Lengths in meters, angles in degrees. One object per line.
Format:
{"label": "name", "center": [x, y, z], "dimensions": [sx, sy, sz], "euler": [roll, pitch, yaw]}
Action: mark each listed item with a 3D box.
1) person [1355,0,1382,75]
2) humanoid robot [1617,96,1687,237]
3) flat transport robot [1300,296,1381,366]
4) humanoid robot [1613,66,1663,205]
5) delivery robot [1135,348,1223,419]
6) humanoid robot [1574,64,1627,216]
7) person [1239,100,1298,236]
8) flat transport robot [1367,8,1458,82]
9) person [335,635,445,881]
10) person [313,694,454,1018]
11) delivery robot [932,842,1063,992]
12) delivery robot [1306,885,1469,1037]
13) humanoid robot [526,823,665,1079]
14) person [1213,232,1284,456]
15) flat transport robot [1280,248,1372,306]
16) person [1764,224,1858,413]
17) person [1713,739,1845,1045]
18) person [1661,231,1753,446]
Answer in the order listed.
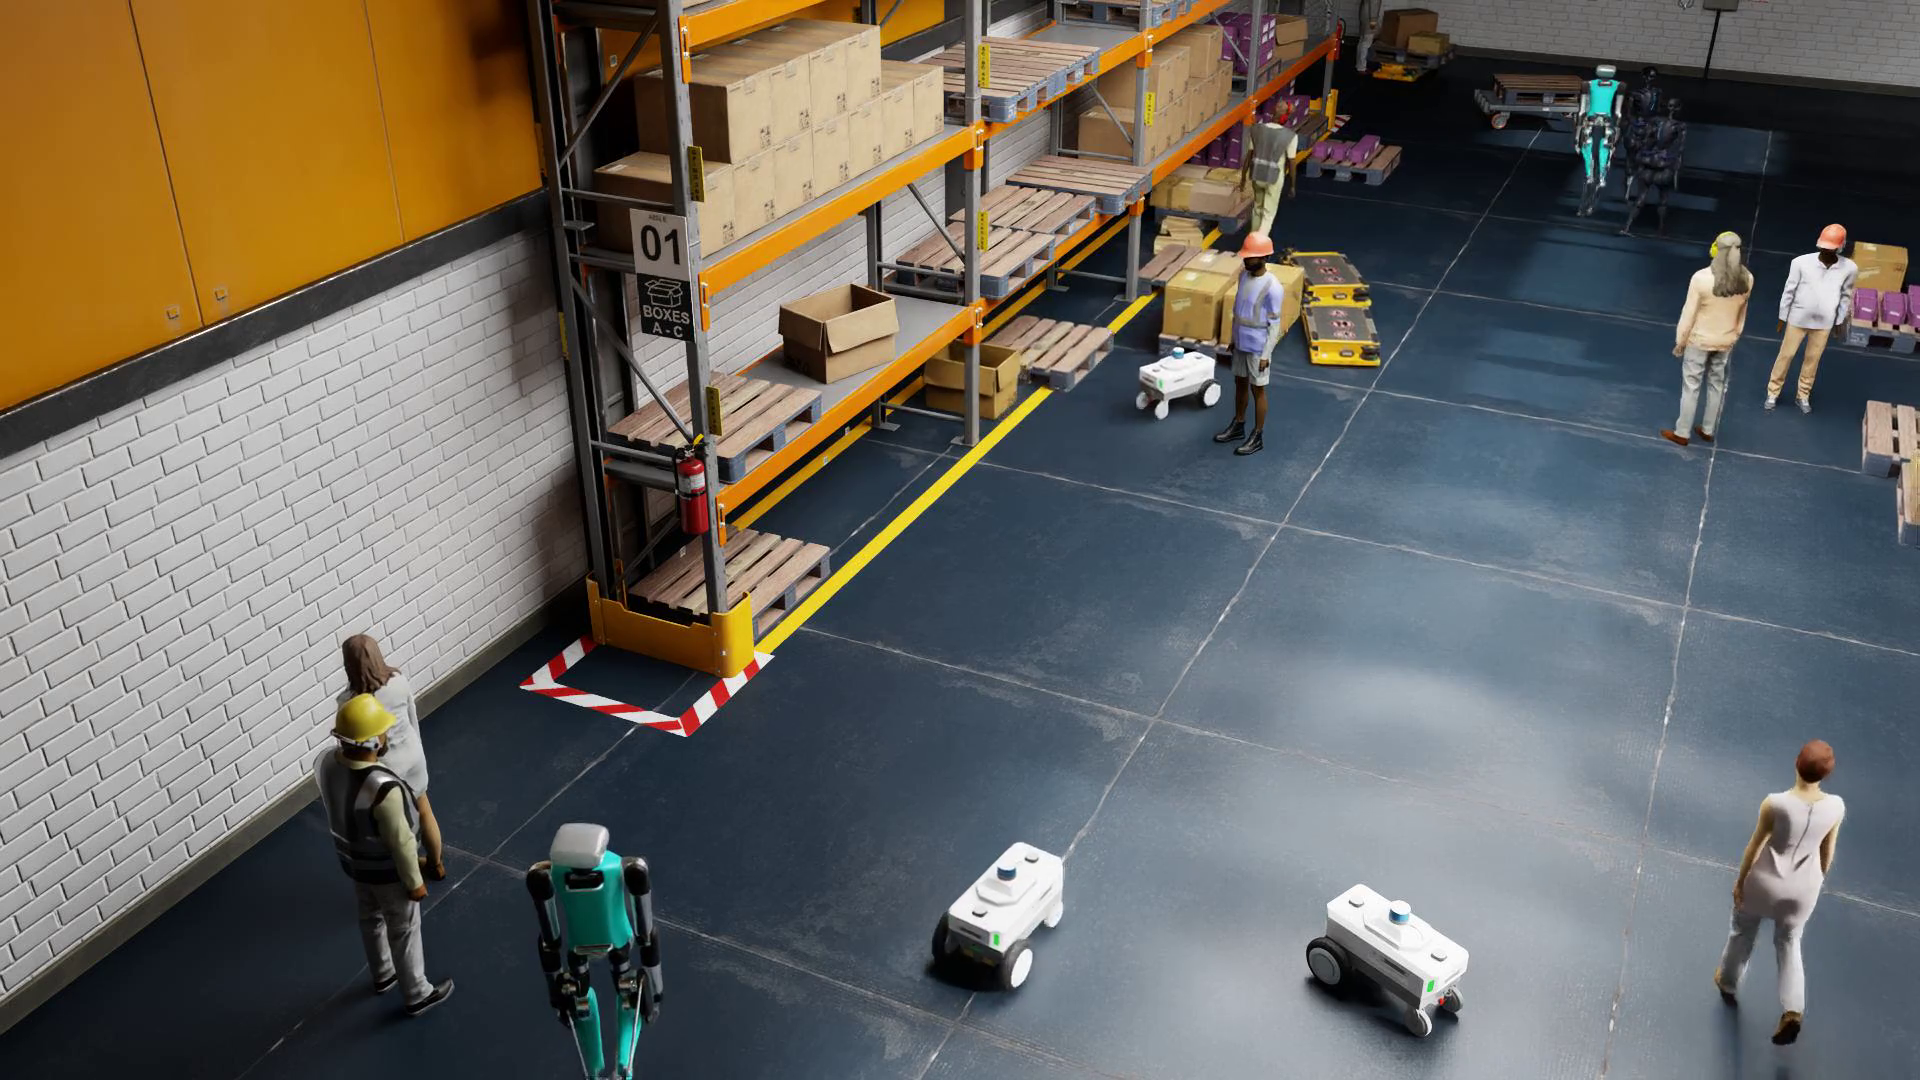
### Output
{"label": "person", "center": [6.575, -8.388, 26.653], "dimensions": [0.364, 1.824, 0.514], "euler": [-1, 28, -2]}
{"label": "humanoid robot", "center": [8.089, -4.322, 19.314], "dimensions": [0.728, 1.631, 0.584], "euler": [-18, 33, -29]}
{"label": "flat transport robot", "center": [3.784, -2.083, 16.590], "dimensions": [0.659, 0.231, 1.431], "euler": [3, 28, 5]}
{"label": "humanoid robot", "center": [8.361, -4.989, 20.480], "dimensions": [0.599, 1.657, 0.315], "euler": [-11, 30, -20]}
{"label": "delivery robot", "center": [1.982, -1.462, 15.129], "dimensions": [0.773, 0.586, 0.499], "euler": [-19, 34, -31]}
{"label": "humanoid robot", "center": [7.665, -4.734, 20.022], "dimensions": [0.536, 1.834, 0.744], "euler": [6, 29, 11]}
{"label": "person", "center": [3.413, -3.988, 18.514], "dimensions": [0.637, 1.800, 0.748], "euler": [19, 34, 31]}
{"label": "flat transport robot", "center": [7.273, -7.694, 26.995], "dimensions": [0.659, 0.231, 1.431], "euler": [17, 33, 28]}
{"label": "person", "center": [-3.101, 1.235, 8.970], "dimensions": [0.343, 1.659, 0.488], "euler": [17, 33, 28]}
{"label": "person", "center": [-2.847, 1.556, 8.208], "dimensions": [0.592, 1.823, 0.403], "euler": [20, 34, 32]}
{"label": "delivery robot", "center": [0.234, 1.965, 8.802], "dimensions": [0.499, 0.612, 0.813], "euler": [17, 33, 29]}
{"label": "delivery robot", "center": [2.204, 2.106, 8.531], "dimensions": [0.499, 0.603, 0.794], "euler": [-21, 35, -34]}
{"label": "humanoid robot", "center": [-1.585, 2.105, 7.298], "dimensions": [0.551, 1.750, 1.025], "euler": [-1, 28, -2]}
{"label": "person", "center": [2.443, -1.664, 14.057], "dimensions": [0.369, 1.935, 0.550], "euler": [-15, 32, -25]}
{"label": "flat transport robot", "center": [3.946, -2.838, 17.990], "dimensions": [0.659, 0.231, 1.431], "euler": [-1, 28, -3]}
{"label": "person", "center": [7.599, -1.975, 14.828], "dimensions": [0.567, 1.746, 0.337], "euler": [7, 29, 13]}
{"label": "person", "center": [4.020, 1.715, 8.102], "dimensions": [0.433, 1.635, 0.627], "euler": [4, 29, 7]}
{"label": "person", "center": [6.408, -1.718, 14.249], "dimensions": [0.561, 1.863, 0.436], "euler": [-2, 28, -4]}
